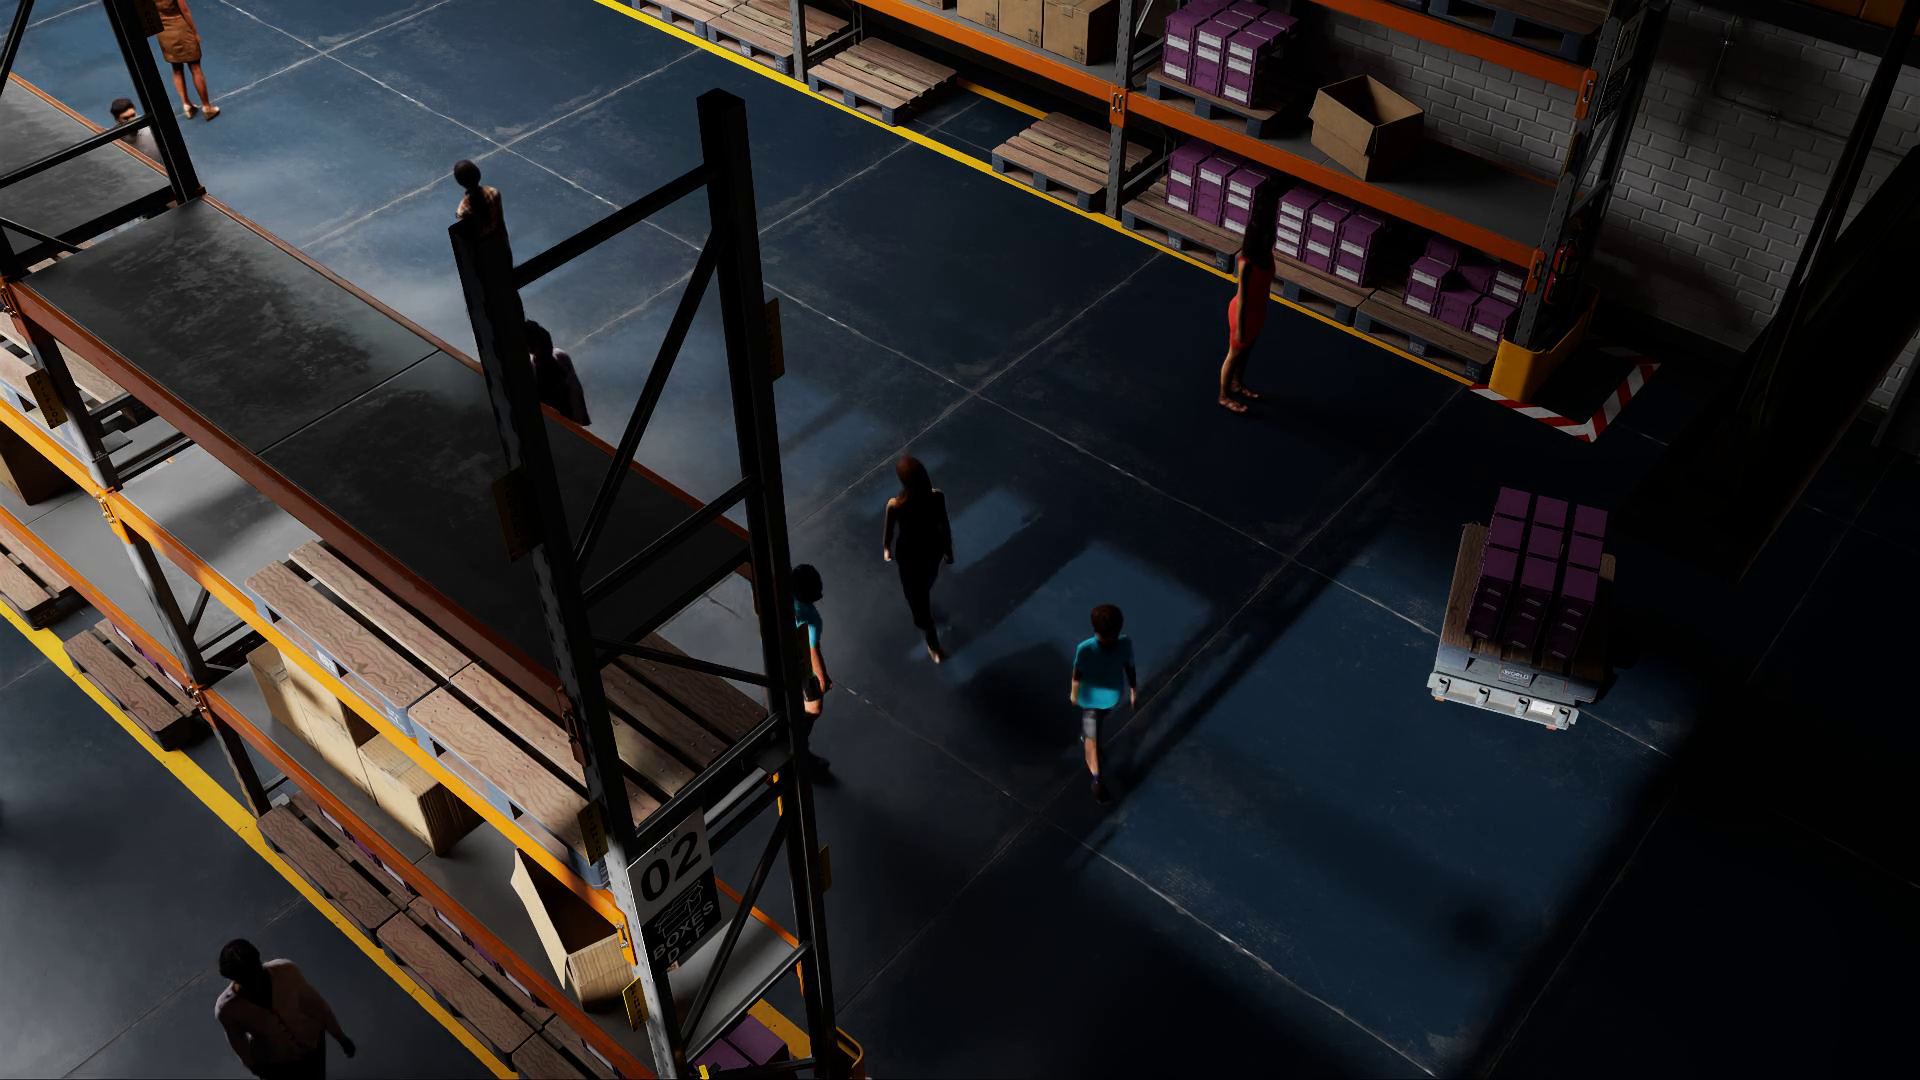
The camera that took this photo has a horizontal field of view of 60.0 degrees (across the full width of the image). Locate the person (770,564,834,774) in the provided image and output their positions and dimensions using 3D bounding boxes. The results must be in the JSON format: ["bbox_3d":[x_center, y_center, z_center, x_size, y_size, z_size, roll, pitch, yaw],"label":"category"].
[{"bbox_3d":[-1.056,0.715,10.247,0.896,1.748,0.632,-31,52,-28],"label":"person"}]

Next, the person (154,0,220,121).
[{"bbox_3d":[-7.633,-4.913,16.202,0.614,1.684,0.706,5,44,5],"label":"person"}]

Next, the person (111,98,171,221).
[{"bbox_3d":[-6.889,-2.995,14.171,0.879,1.707,0.600,31,52,29],"label":"person"}]

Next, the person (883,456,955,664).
[{"bbox_3d":[-0.243,0.175,10.933,0.948,1.584,1.128,-11,45,-11],"label":"person"}]

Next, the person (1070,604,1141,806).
[{"bbox_3d":[0.848,0.882,10.307,0.799,1.424,0.951,-14,45,-15],"label":"person"}]

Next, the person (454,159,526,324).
[{"bbox_3d":[-3.757,-2.248,13.325,0.552,1.792,0.589,26,49,25],"label":"person"}]

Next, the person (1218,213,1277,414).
[{"bbox_3d":[2.222,-1.760,12.866,0.559,1.720,0.603,24,49,23],"label":"person"}]

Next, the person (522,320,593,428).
[{"bbox_3d":[-3.006,-0.881,11.959,1.115,1.697,0.750,26,49,24],"label":"person"}]

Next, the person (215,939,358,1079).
[{"bbox_3d":[-3.433,2.484,8.389,0.877,1.749,0.605,29,51,27],"label":"person"}]
